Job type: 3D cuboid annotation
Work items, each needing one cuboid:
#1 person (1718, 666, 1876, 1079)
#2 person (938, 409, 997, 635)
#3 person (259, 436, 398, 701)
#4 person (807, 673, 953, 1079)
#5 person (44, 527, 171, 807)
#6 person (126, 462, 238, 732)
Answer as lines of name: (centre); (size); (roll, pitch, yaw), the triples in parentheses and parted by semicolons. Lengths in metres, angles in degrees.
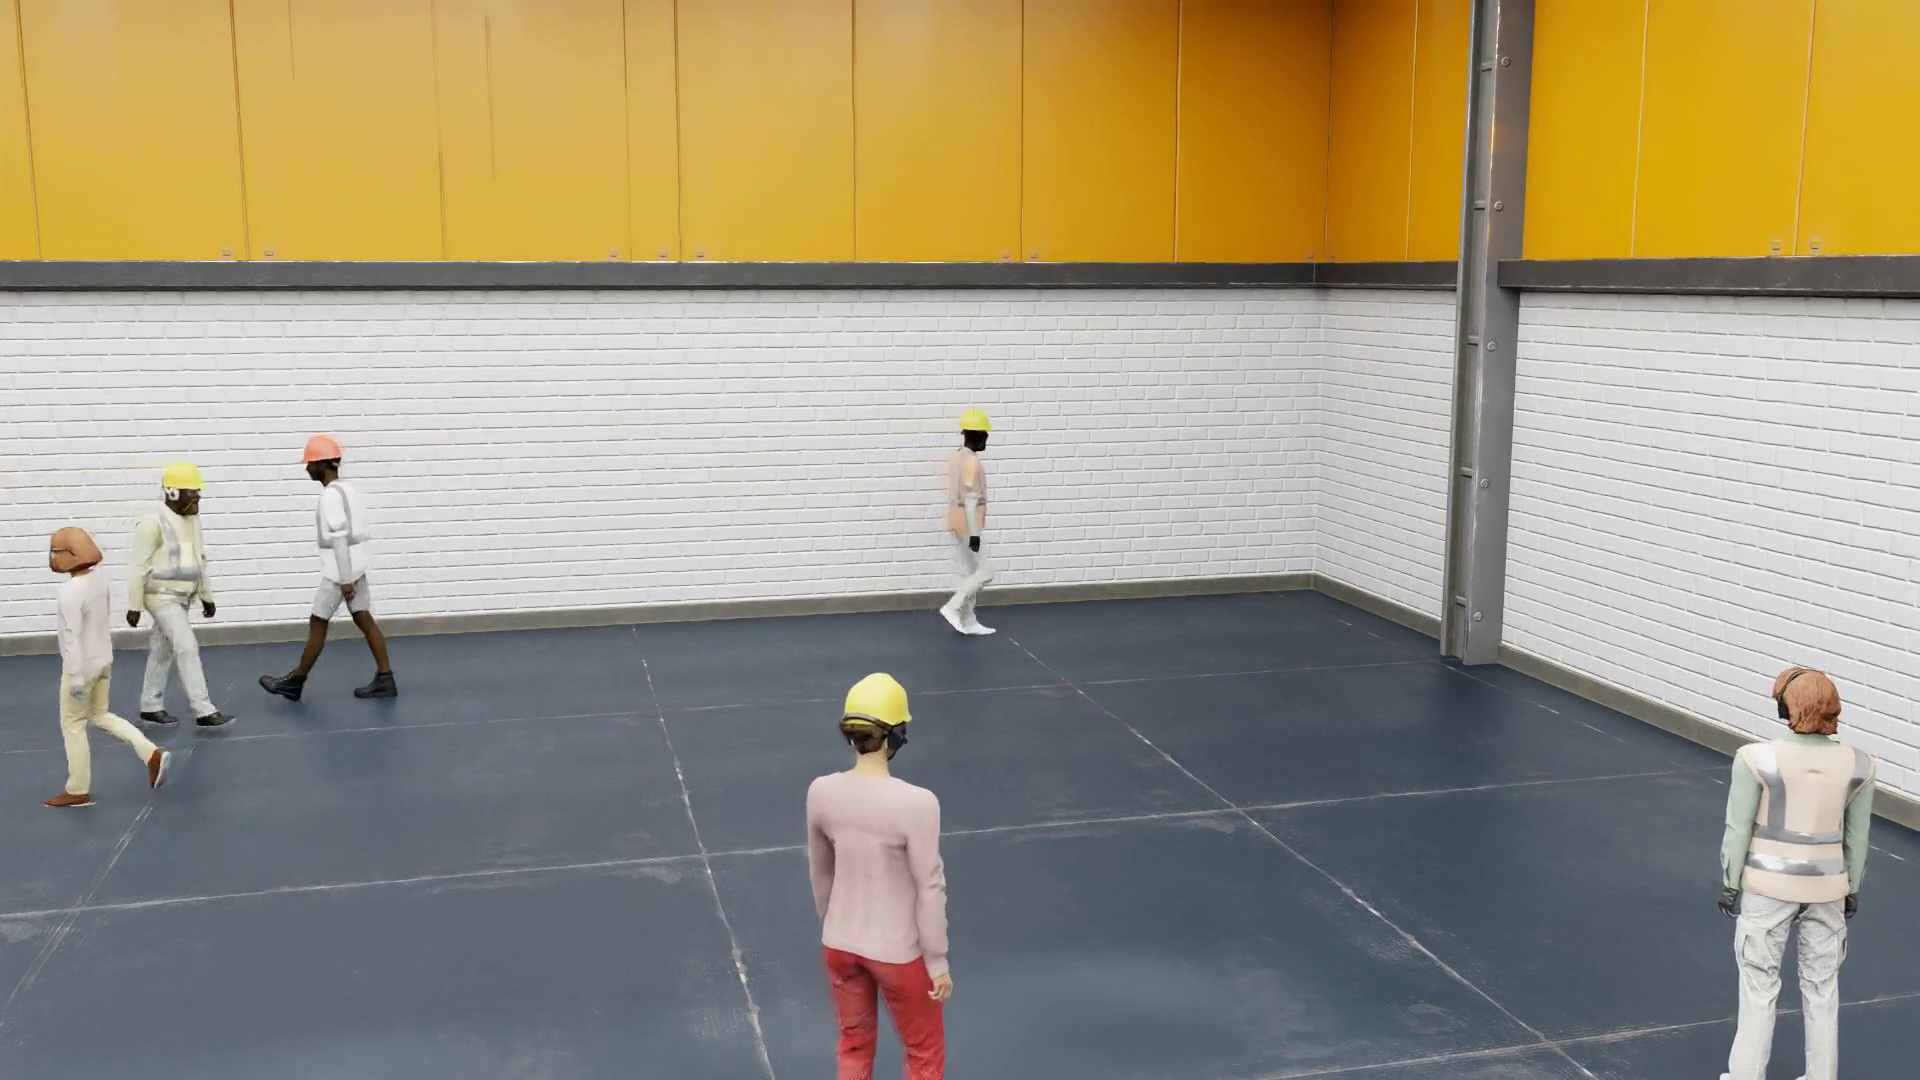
person: (3.006, 1.266, 6.001); (0.509, 1.629, 0.314); (0, 9, 1)
person: (0.096, -0.133, 13.825); (0.421, 1.916, 0.606); (-1, 9, -9)
person: (-4.490, 0.208, 11.777); (0.969, 1.885, 0.574); (-1, 9, -5)
person: (-0.252, 1.302, 5.382); (0.568, 1.757, 0.368); (6, 11, 33)
person: (-4.900, 0.720, 9.428); (0.607, 1.617, 0.509); (0, 9, -1)
person: (-5.122, 0.382, 11.011); (0.873, 1.784, 0.621); (0, 9, 3)
